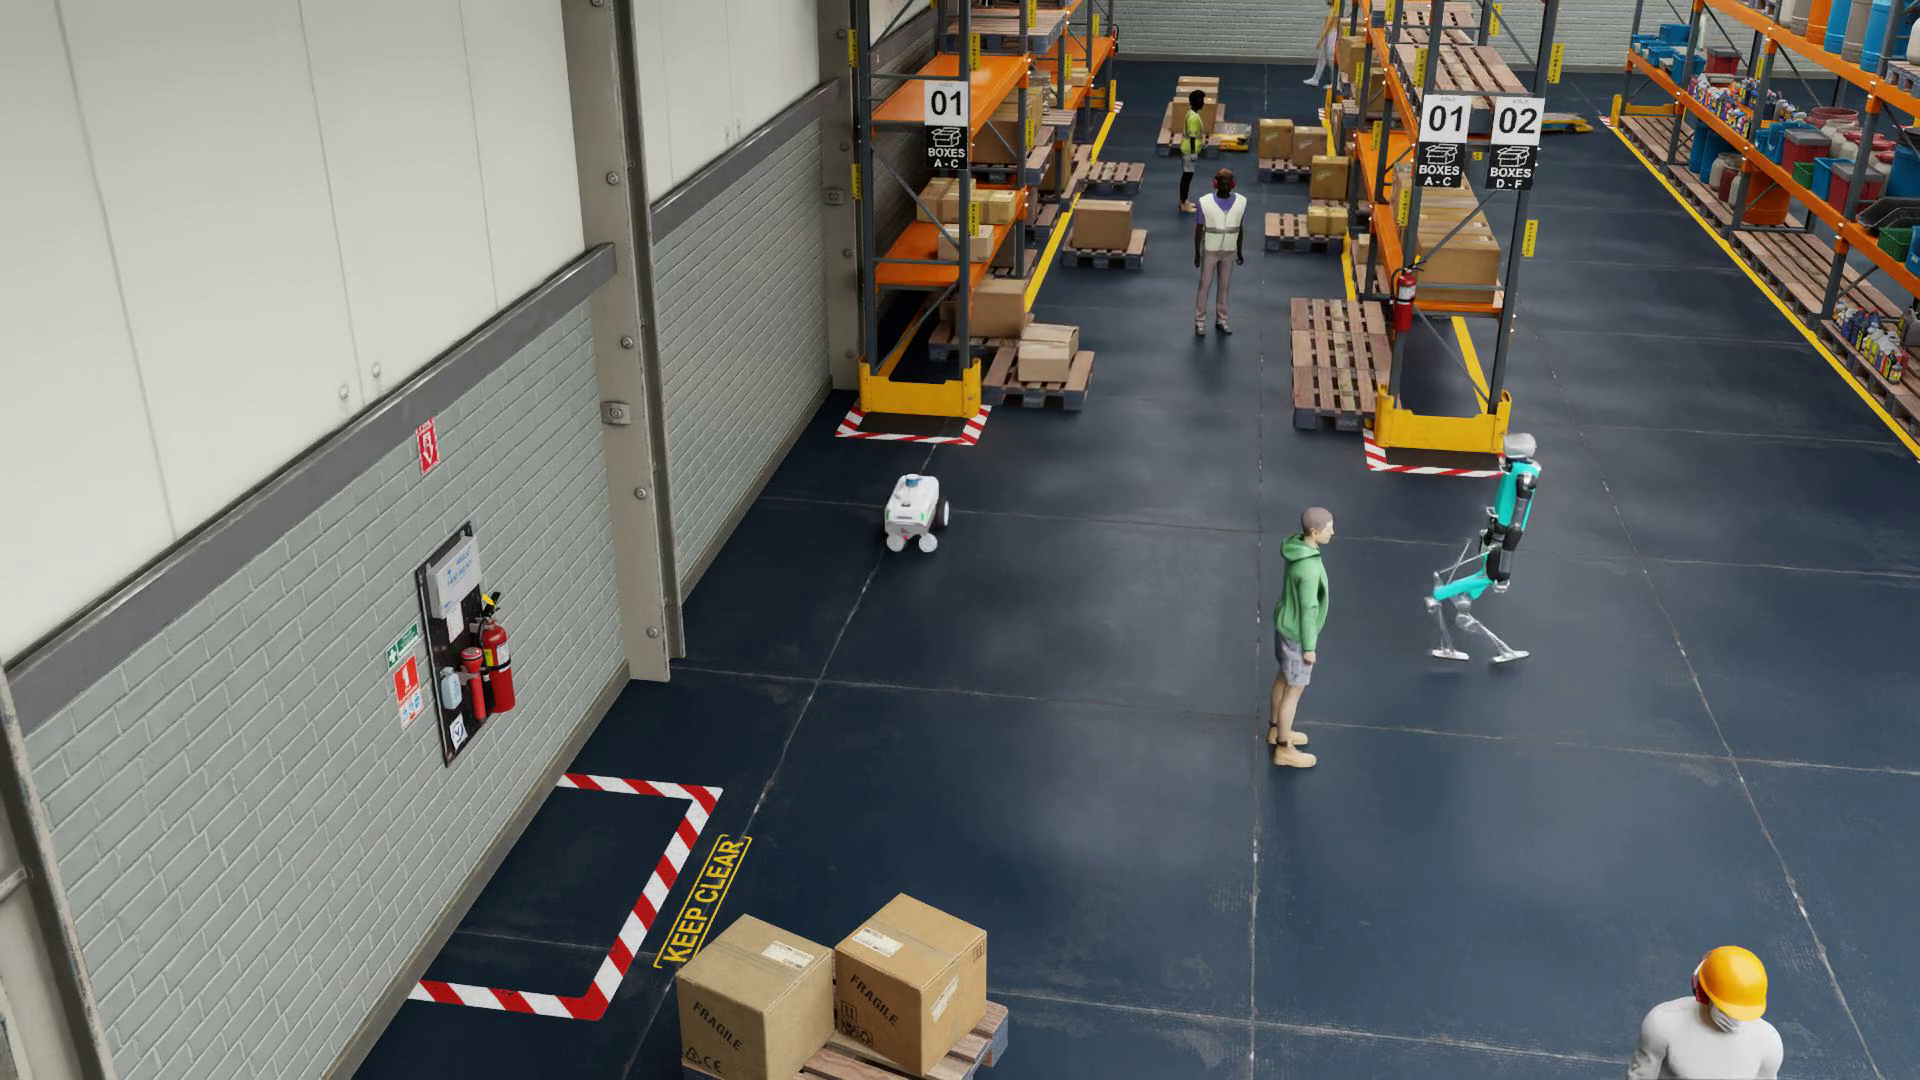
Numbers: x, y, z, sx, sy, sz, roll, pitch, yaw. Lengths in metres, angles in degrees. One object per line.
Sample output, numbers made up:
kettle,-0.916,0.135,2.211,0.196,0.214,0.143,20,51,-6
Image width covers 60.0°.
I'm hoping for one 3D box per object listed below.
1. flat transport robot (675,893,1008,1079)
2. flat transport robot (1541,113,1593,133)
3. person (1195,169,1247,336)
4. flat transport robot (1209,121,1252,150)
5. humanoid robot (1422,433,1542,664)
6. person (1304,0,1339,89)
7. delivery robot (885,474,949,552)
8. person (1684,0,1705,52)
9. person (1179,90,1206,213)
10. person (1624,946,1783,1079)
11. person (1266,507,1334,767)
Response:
flat transport robot,-0.503,2.562,7.875,0.659,0.231,1.431,12,28,24
flat transport robot,10.147,-7.224,28.819,1.431,0.231,0.659,-2,25,-4
person,2.841,-3.169,18.278,0.564,1.844,0.382,-6,26,-12
flat transport robot,4.524,-6.767,27.842,0.659,0.231,1.431,5,25,10
humanoid robot,3.539,0.111,11.362,0.979,1.735,0.550,3,25,7
person,7.065,-9.707,32.279,0.849,1.830,0.555,12,28,24
delivery robot,-0.371,-0.255,13.568,0.524,0.597,0.768,4,25,8
person,14.269,-9.669,32.328,0.871,1.722,0.506,-5,25,-10
person,3.256,-5.467,23.372,0.318,1.693,0.538,2,25,4
person,2.818,2.339,6.446,0.569,1.889,0.388,7,26,14
person,2.105,0.595,10.352,0.328,1.736,0.470,0,25,0
